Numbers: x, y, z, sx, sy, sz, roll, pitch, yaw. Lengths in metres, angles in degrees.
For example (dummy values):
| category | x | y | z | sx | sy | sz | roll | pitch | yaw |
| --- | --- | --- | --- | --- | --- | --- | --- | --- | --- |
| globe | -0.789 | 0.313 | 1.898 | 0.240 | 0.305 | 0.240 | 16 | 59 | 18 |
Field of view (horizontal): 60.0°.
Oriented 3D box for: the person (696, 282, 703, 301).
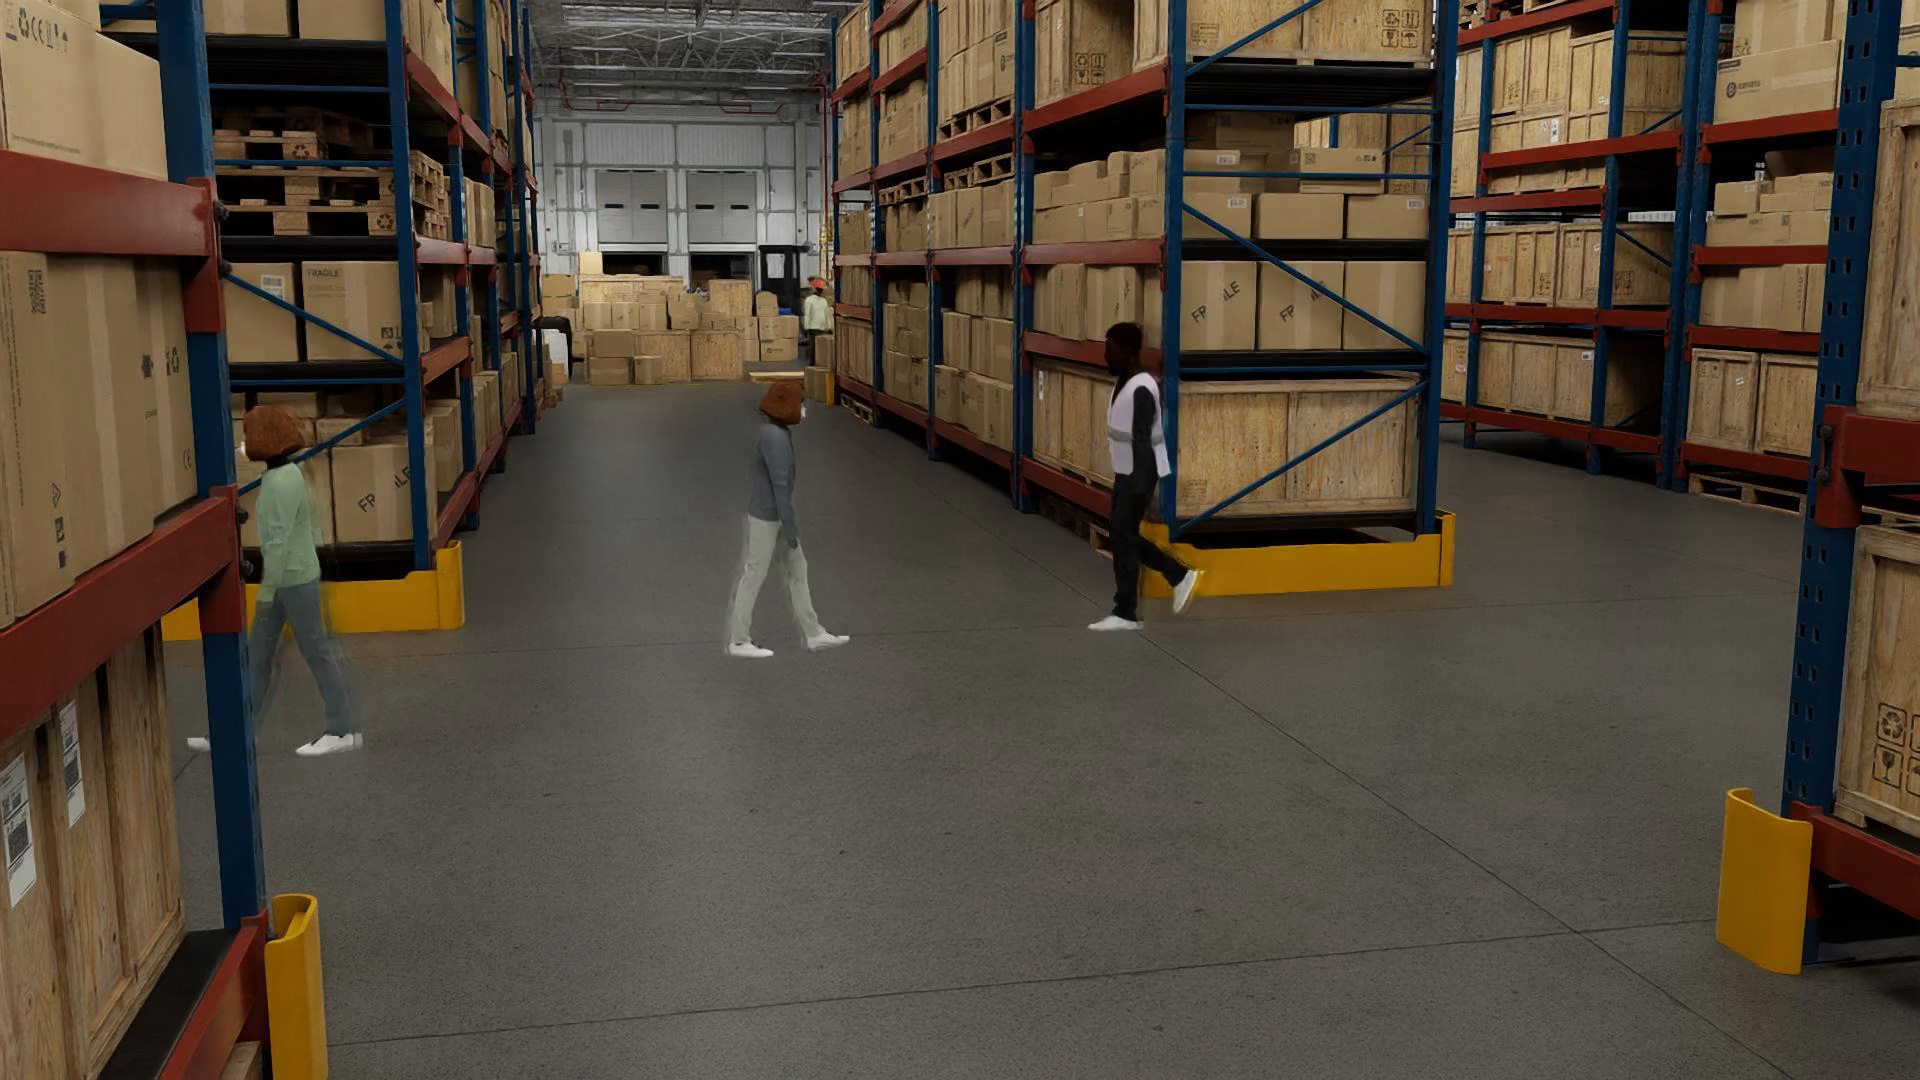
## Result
| category | x | y | z | sx | sy | sz | roll | pitch | yaw |
| --- | --- | --- | --- | --- | --- | --- | --- | --- | --- |
| person | -10.597 | -9.671 | 67.556 | 0.314 | 1.636 | 0.515 | -1 | 9 | -8 |

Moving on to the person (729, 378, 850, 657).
| category | x | y | z | sx | sy | sz | roll | pitch | yaw |
| --- | --- | --- | --- | --- | --- | --- | --- | --- | --- |
| person | -0.972 | -0.114 | 9.410 | 0.787 | 1.593 | 0.530 | 0 | 9 | -1 |

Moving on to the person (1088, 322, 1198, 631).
| category | x | y | z | sx | sy | sz | roll | pitch | yaw |
| --- | --- | --- | --- | --- | --- | --- | --- | --- | --- |
| person | 1.129 | -0.384 | 10.194 | 0.645 | 1.899 | 0.612 | -1 | 9 | -8 |

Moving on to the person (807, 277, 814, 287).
| category | x | y | z | sx | sy | sz | roll | pitch | yaw |
| --- | --- | --- | --- | --- | --- | --- | --- | --- | --- |
| person | -5.280 | -8.511 | 59.787 | 1.077 | 1.883 | 0.617 | -5 | 11 | -30 |

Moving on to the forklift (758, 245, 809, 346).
| category | x | y | z | sx | sy | sz | roll | pitch | yaw |
| --- | --- | --- | --- | --- | --- | --- | --- | --- | --- |
| forklift | -5.014 | -6.667 | 45.464 | 1.129 | 2.768 | 1.873 | 4 | 10 | 21 |

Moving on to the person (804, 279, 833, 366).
| category | x | y | z | sx | sy | sz | roll | pitch | yaw |
| --- | --- | --- | --- | --- | --- | --- | --- | --- | --- |
| person | -2.807 | -4.294 | 33.757 | 0.797 | 1.964 | 0.641 | 6 | 11 | 33 |

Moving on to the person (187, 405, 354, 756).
| category | x | y | z | sx | sy | sz | roll | pitch | yaw |
| --- | --- | --- | --- | --- | --- | --- | --- | --- | --- |
| person | -3.123 | 0.207 | 7.418 | 0.775 | 1.597 | 0.527 | -5 | 10 | -27 |

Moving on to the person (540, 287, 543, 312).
| category | x | y | z | sx | sy | sz | roll | pitch | yaw |
| --- | --- | --- | --- | --- | --- | --- | --- | --- | --- |
| person | -13.405 | -7.344 | 52.447 | 0.627 | 1.941 | 0.371 | 3 | 10 | 19 |

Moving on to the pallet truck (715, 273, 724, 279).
| category | x | y | z | sx | sy | sz | roll | pitch | yaw |
| --- | --- | --- | --- | --- | --- | --- | --- | --- | --- |
| pallet truck | -8.580 | -8.986 | 62.280 | 1.885 | 1.965 | 0.823 | 1 | 9 | 5 |
